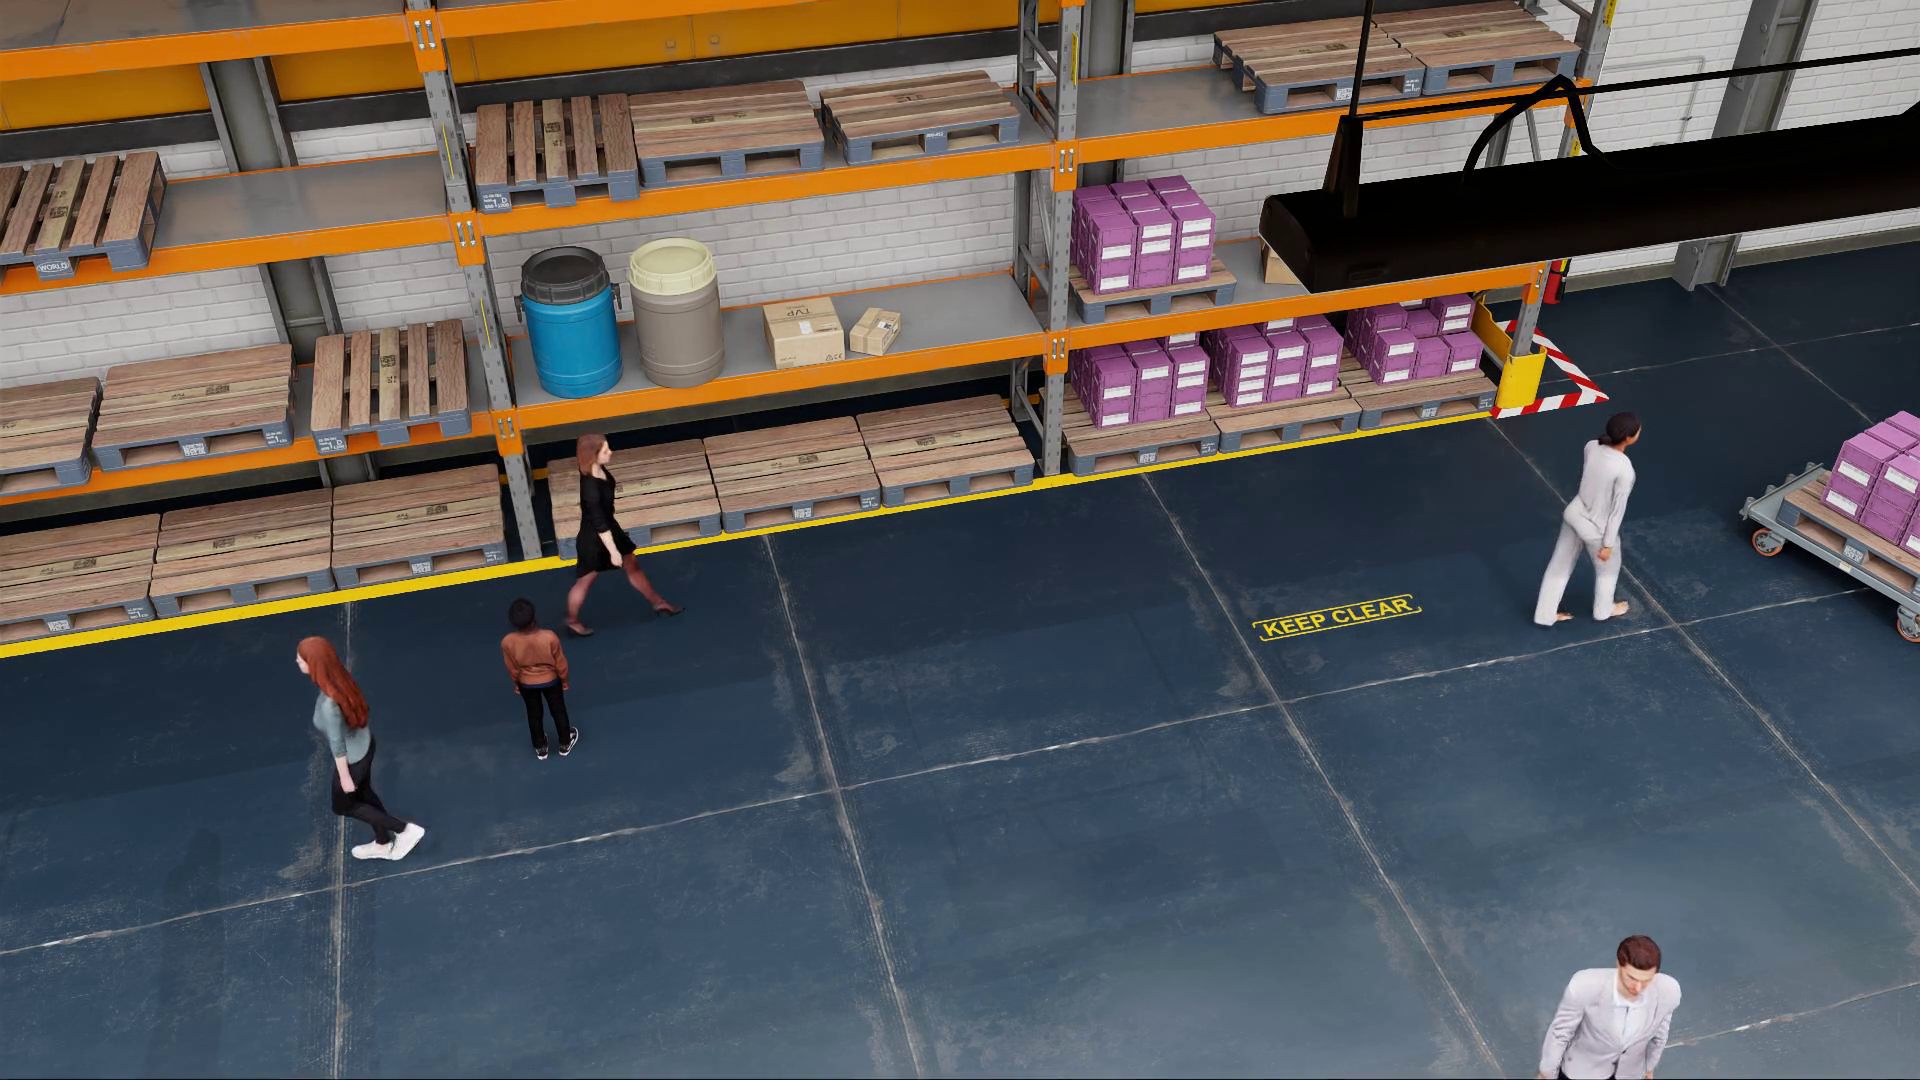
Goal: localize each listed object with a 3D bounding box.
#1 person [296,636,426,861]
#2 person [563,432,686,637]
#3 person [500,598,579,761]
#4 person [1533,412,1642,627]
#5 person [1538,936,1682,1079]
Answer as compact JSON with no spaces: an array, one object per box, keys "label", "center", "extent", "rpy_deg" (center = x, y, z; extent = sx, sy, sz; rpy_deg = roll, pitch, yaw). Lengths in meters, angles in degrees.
[{"label":"person","center":[-3.382,1.231,9.478],"extent":[0.723,1.731,0.636],"rpy_deg":[-5,39,-6]},{"label":"person","center":[-2.492,0.015,11.058],"extent":[1.096,1.659,0.707],"rpy_deg":[-4,39,-5]},{"label":"person","center":[-2.617,0.862,10.321],"extent":[0.446,1.256,0.604],"rpy_deg":[-4,39,-5]},{"label":"person","center":[4.163,-0.090,11.147],"extent":[0.926,1.711,0.704],"rpy_deg":[-13,40,-15]},{"label":"person","center":[3.038,2.407,7.922],"extent":[0.798,1.834,0.891],"rpy_deg":[4,39,5]}]
